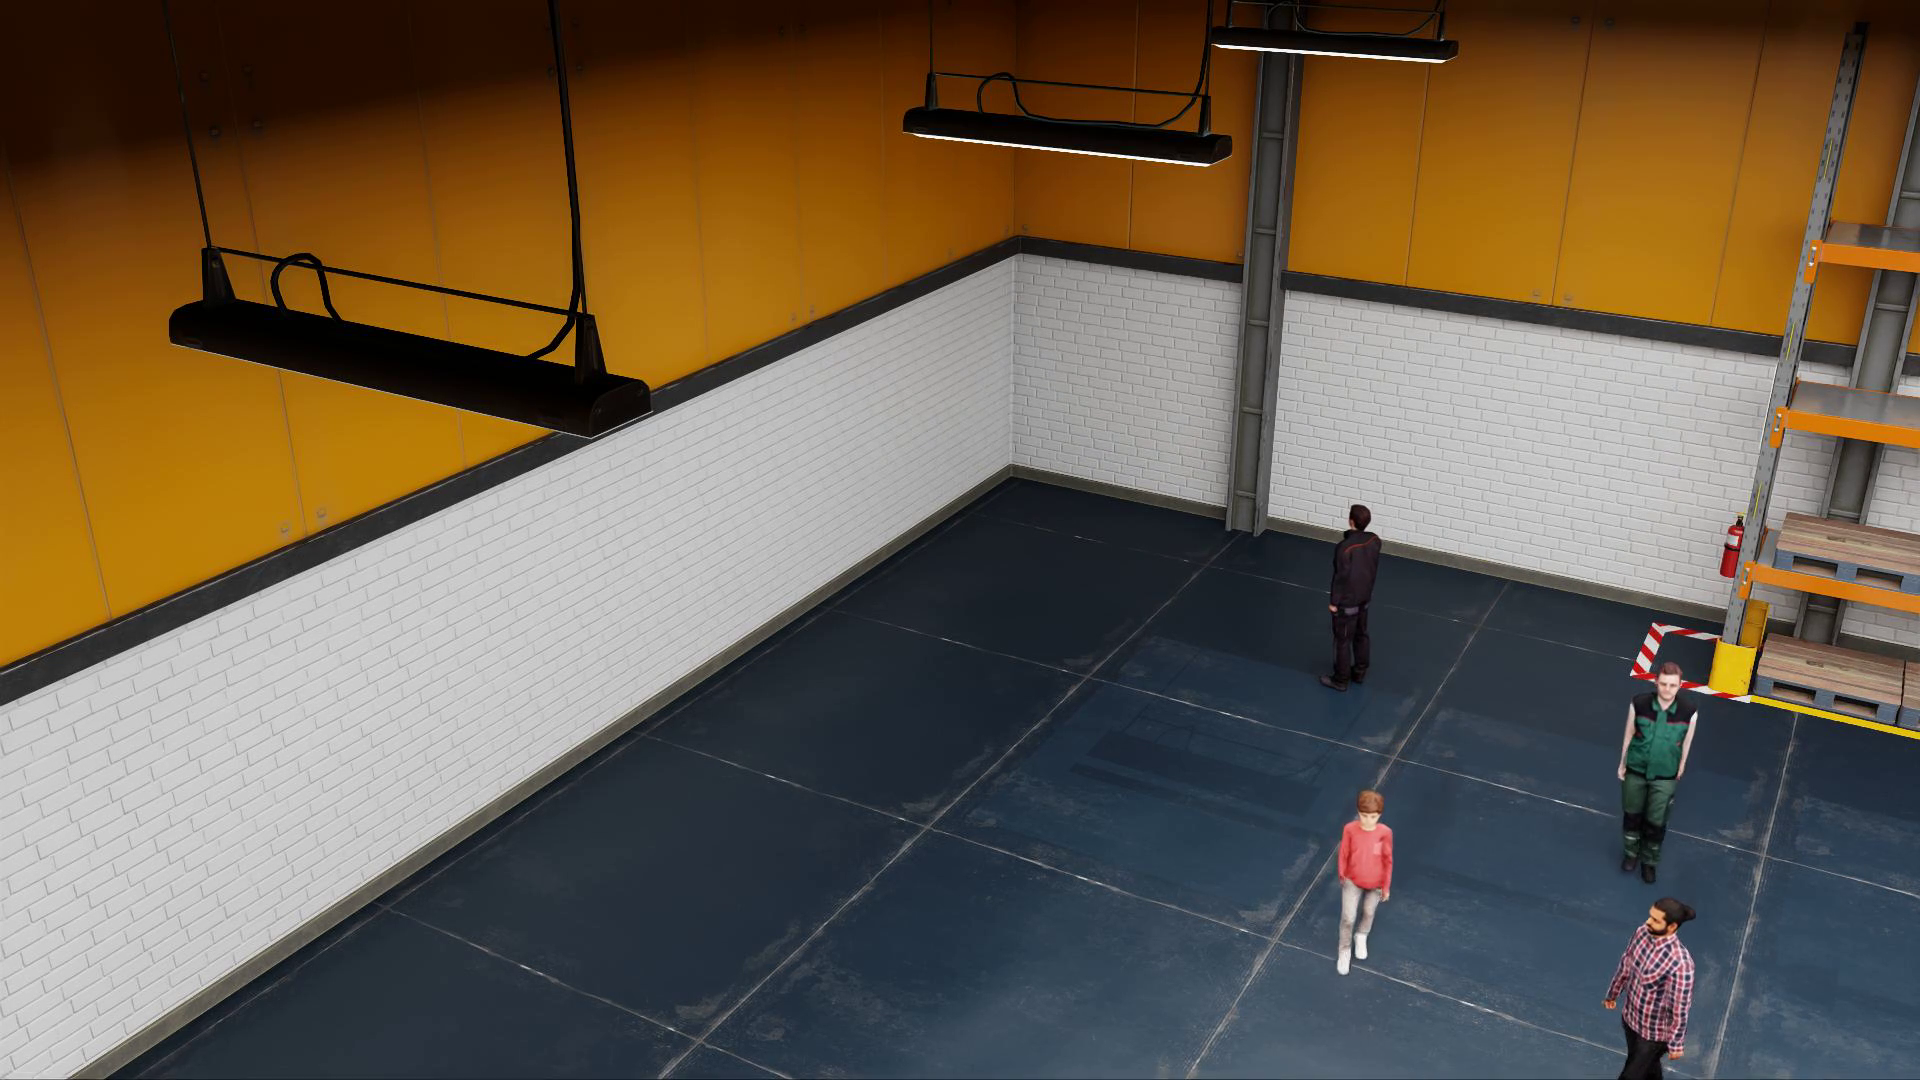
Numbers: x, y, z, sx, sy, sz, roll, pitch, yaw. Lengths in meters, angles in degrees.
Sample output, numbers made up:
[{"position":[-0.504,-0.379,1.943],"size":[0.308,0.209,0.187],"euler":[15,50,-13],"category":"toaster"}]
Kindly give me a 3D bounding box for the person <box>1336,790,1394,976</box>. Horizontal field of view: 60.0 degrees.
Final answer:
[{"position":[2.893,2.368,11.889],"size":[0.709,1.400,0.708],"euler":[3,24,8],"category":"person"}]

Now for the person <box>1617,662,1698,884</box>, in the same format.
[{"position":[5.332,1.727,12.817],"size":[0.616,1.831,0.710],"euler":[11,26,24],"category":"person"}]

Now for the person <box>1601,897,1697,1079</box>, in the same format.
[{"position":[4.294,2.931,10.179],"size":[1.160,1.738,1.057],"euler":[-3,24,-6],"category":"person"}]

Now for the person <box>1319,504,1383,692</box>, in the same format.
[{"position":[3.673,0.530,15.547],"size":[0.793,1.838,0.742],"euler":[-15,28,-31],"category":"person"}]
